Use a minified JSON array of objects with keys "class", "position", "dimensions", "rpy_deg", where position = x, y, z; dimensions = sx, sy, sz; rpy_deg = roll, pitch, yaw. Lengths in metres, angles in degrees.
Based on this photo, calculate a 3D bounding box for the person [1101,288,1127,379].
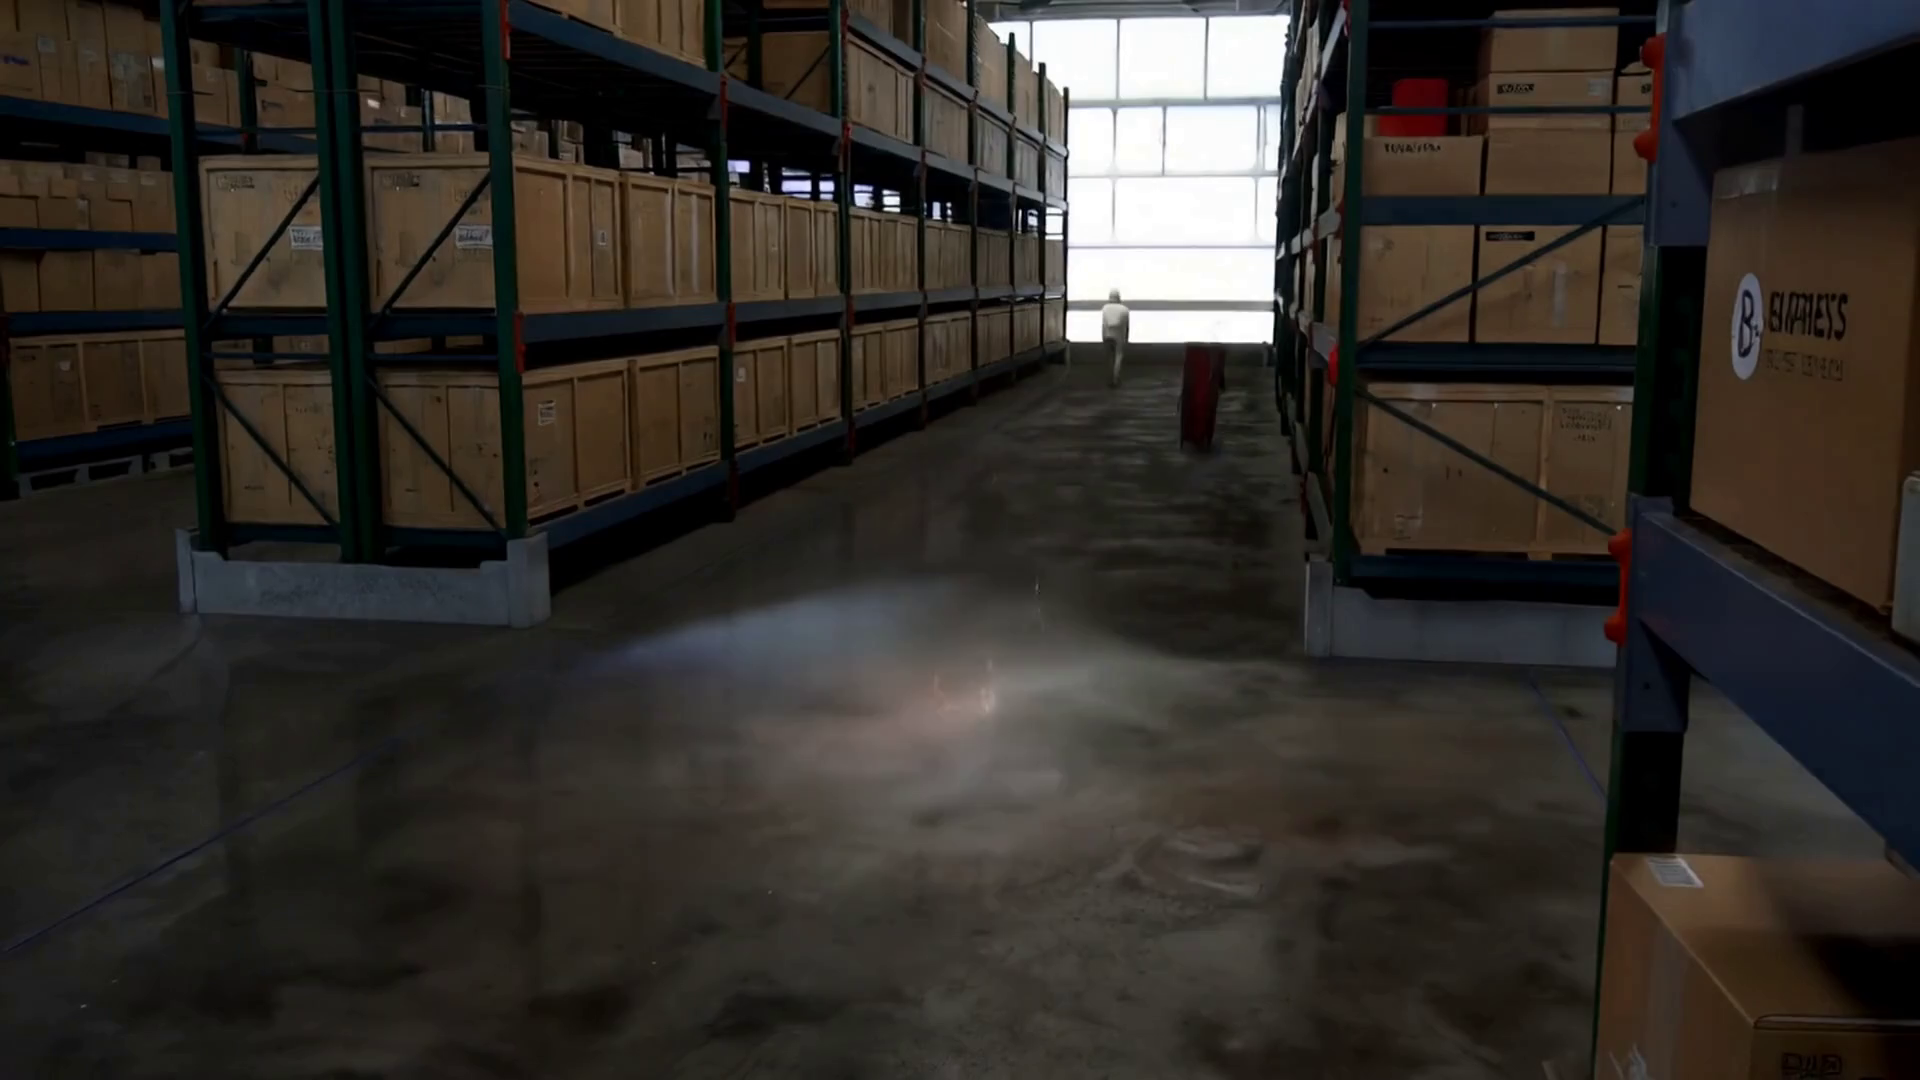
[{"class":"person","position":[2.908,-3.896,31.388],"dimensions":[0.500,1.726,0.573],"rpy_deg":[2,9,9]}]
